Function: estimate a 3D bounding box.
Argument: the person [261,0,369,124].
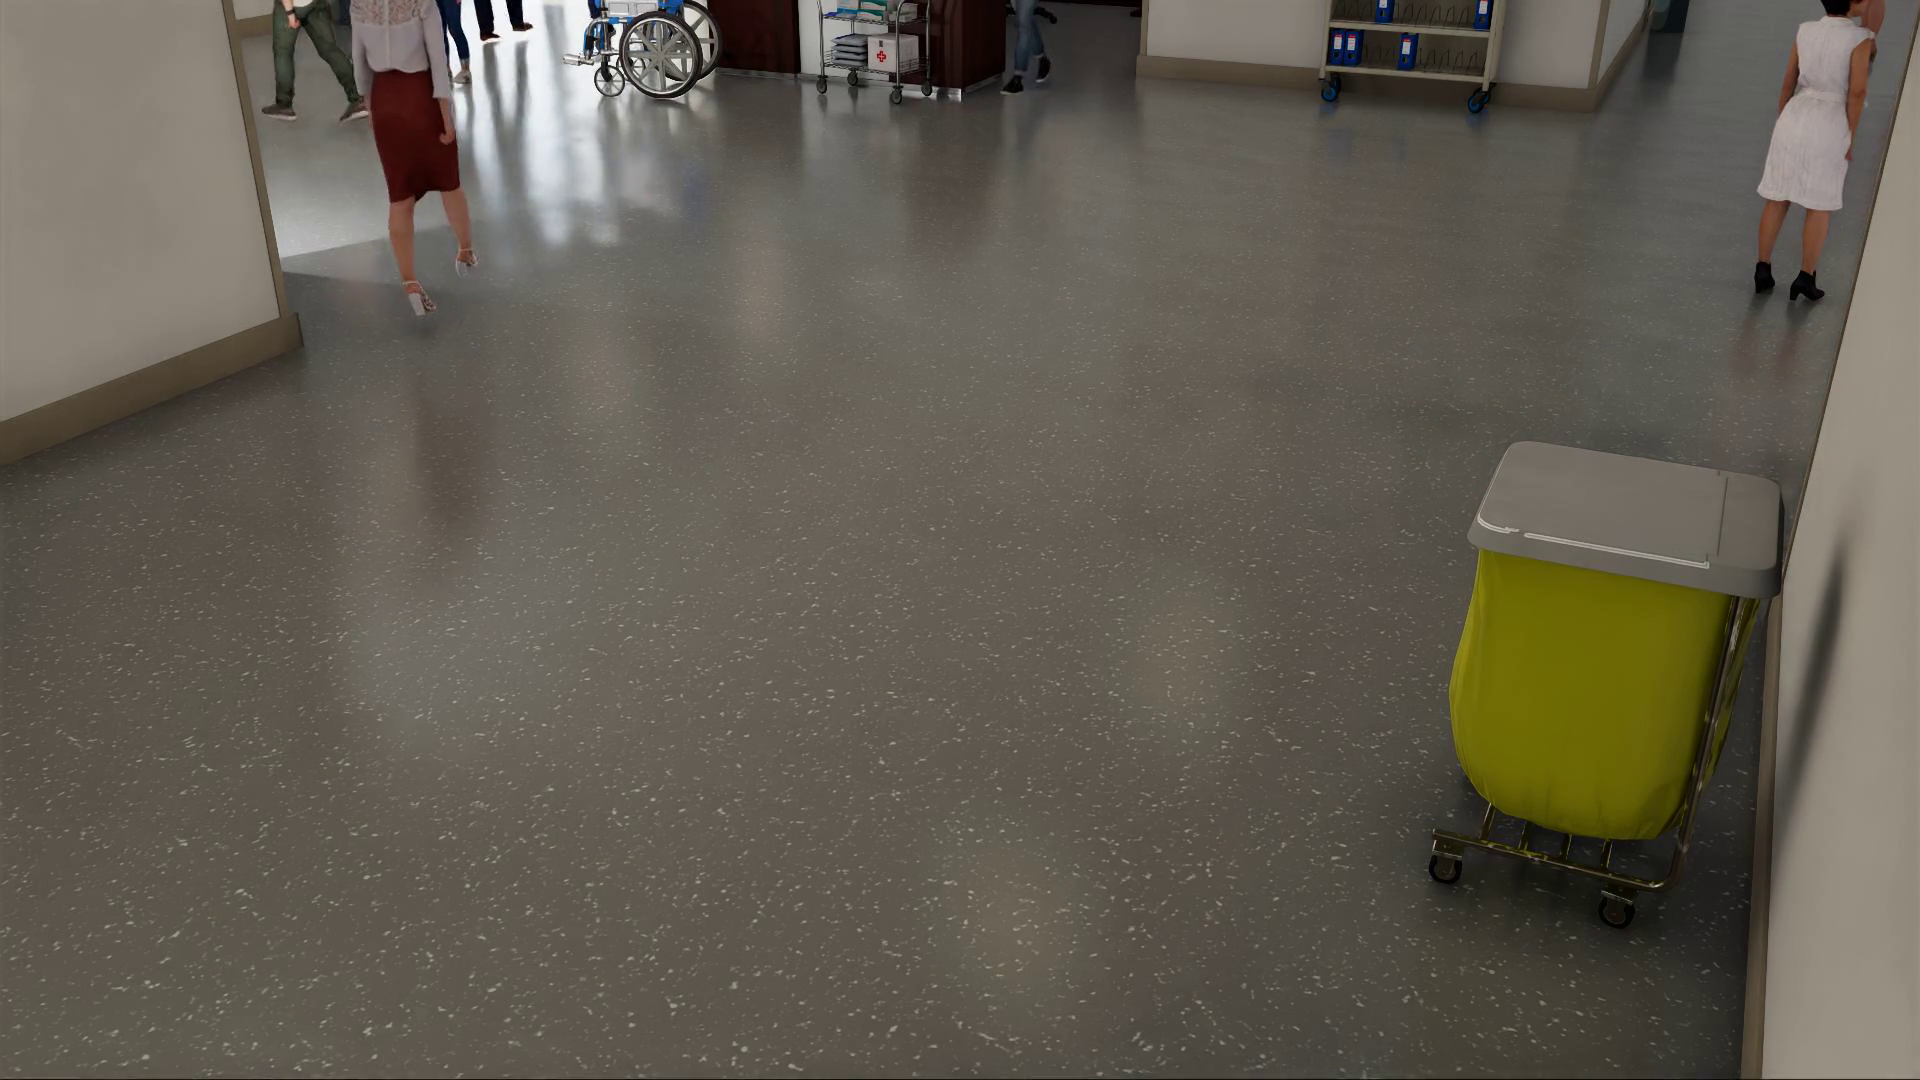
[{"bbox_3d":[-4.429,-3.636,11.373,1.116,1.615,0.548,11,28,22],"label":"person"}]

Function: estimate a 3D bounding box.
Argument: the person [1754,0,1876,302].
[{"bbox_3d":[4.054,-1.921,7.888,0.699,1.552,0.598,-17,31,-32],"label":"person"}]

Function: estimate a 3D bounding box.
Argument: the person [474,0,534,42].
[{"bbox_3d":[-4.238,-5.330,14.672,0.907,1.799,0.837,6,26,12],"label":"person"}]

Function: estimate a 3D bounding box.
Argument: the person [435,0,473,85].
[{"bbox_3d":[-4.019,-4.311,12.930,0.434,1.477,0.630,11,28,21],"label":"person"}]

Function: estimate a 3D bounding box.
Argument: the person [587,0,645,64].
[{"bbox_3d":[-2.916,-4.848,13.772,0.922,1.713,0.717,9,27,18],"label":"person"}]

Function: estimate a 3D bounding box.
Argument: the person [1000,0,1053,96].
[{"bbox_3d":[0.523,-4.300,12.576,1.150,1.765,0.730,11,28,21],"label":"person"}]

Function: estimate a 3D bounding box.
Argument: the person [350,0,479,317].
[{"bbox_3d":[-2.528,-1.838,7.556,1.142,1.690,0.971,2,26,4],"label":"person"}]
